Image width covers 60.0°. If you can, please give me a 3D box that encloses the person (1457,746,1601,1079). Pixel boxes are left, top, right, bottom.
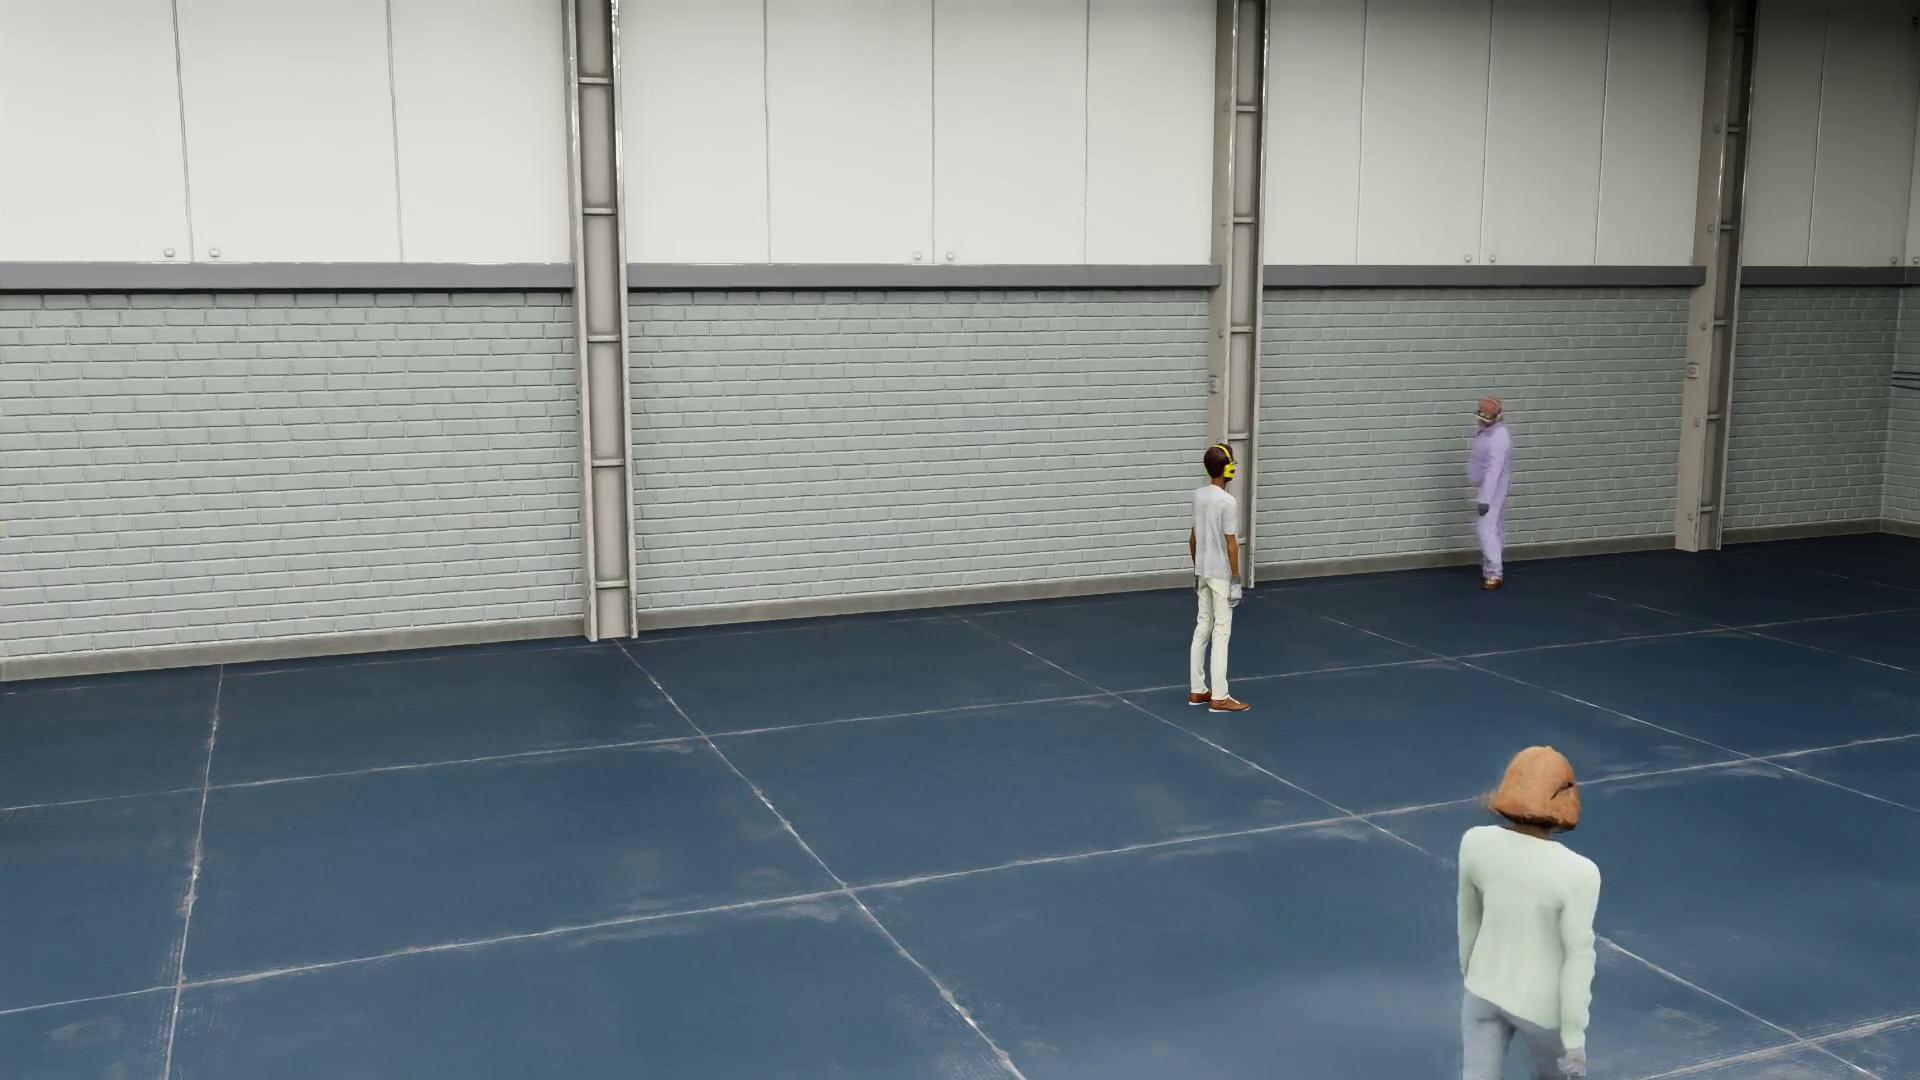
[{"bbox_3d":[1.787,1.416,5.161,0.795,1.596,0.518,-7,11,-37],"label":"person"}]

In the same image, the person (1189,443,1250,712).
[{"bbox_3d":[1.801,0.260,11.606,0.328,1.876,0.514,-5,10,-28],"label":"person"}]

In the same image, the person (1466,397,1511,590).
[{"bbox_3d":[5.138,-0.471,16.232,0.398,1.874,0.772,2,9,12],"label":"person"}]
